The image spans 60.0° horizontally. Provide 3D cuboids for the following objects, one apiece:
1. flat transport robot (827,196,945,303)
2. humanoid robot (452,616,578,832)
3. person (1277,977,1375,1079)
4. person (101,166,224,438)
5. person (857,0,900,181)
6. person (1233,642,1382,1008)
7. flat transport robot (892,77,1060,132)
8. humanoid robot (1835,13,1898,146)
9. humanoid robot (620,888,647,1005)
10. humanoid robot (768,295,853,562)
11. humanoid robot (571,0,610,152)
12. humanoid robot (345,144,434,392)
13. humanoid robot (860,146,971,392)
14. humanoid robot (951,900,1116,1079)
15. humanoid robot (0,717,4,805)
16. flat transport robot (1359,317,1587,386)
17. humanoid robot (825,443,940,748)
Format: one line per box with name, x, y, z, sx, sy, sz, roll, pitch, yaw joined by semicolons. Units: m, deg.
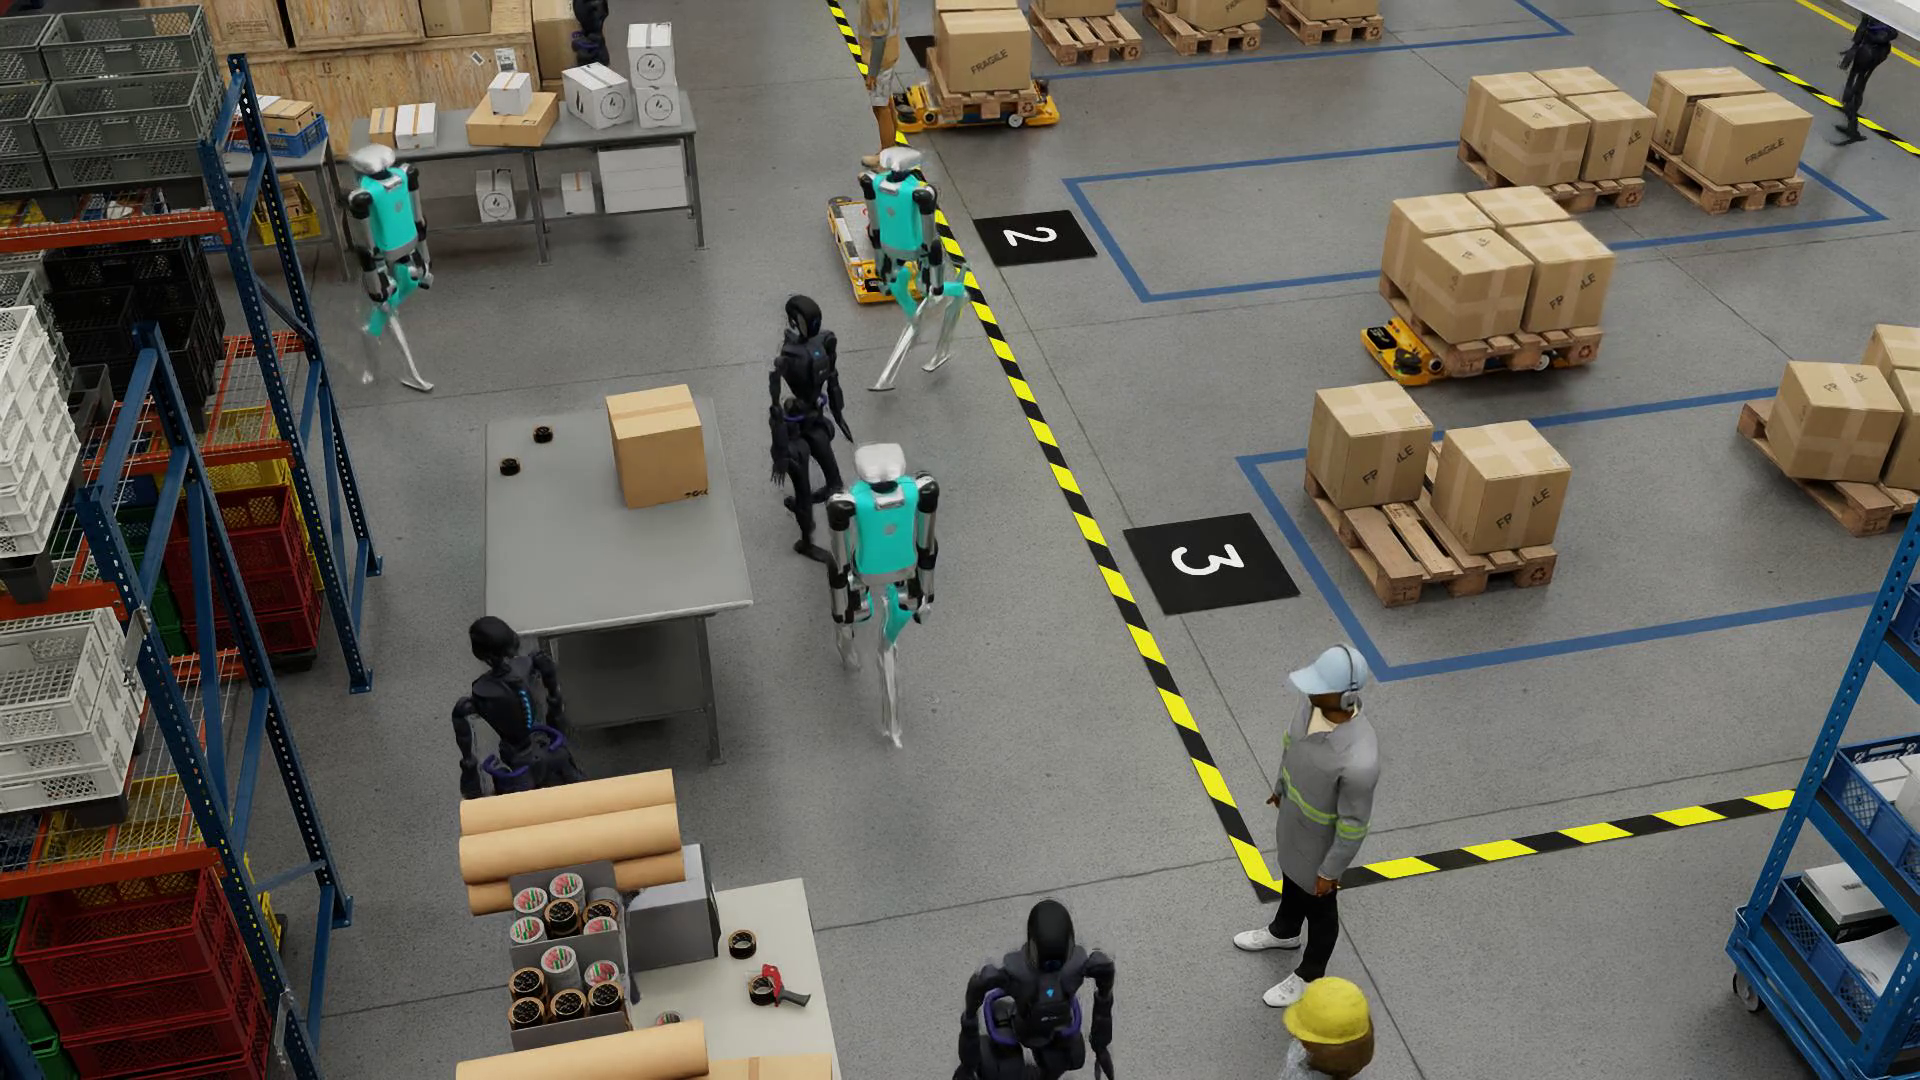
flat transport robot;-0.570;-2.220;12.538;0.659;0.231;1.431;-8;37;-10
humanoid robot;-1.841;1.014;7.070;0.795;1.642;0.589;22;42;27
person;1.141;2.053;5.557;0.298;1.742;0.492;-1;37;-1
person;-4.933;-1.472;10.224;0.501;1.836;0.332;25;43;30
person;-0.663;-3.853;13.245;0.365;2.048;0.607;3;37;3
person;1.407;1.140;6.695;0.370;1.853;0.589;-8;37;-11
flat transport robot;0.126;-3.867;14.728;1.431;0.197;0.652;-5;37;-7
humanoid robot;7.696;-4.167;13.975;0.612;1.636;0.485;-29;45;-33
humanoid robot;-1.297;1.616;6.250;0.816;1.629;0.609;-12;38;-15
humanoid robot;-0.900;-0.627;9.214;0.433;1.641;0.602;22;42;27
humanoid robot;-3.066;-3.986;13.731;0.402;1.647;0.596;-15;39;-20
humanoid robot;-3.732;-1.672;10.668;0.754;1.895;0.544;18;40;23
humanoid robot;-0.256;-1.747;10.667;0.544;1.737;0.994;22;42;27
humanoid robot;0.248;1.769;6.035;0.601;1.625;0.716;-7;37;-9
humanoid robot;-4.614;0.706;7.394;0.836;1.790;0.544;-1;37;-1
flat transport robot;3.540;-1.376;11.380;1.431;0.197;0.652;-8;37;-10
humanoid robot;-0.468;0.125;8.182;0.531;1.771;0.960;-12;38;-16
